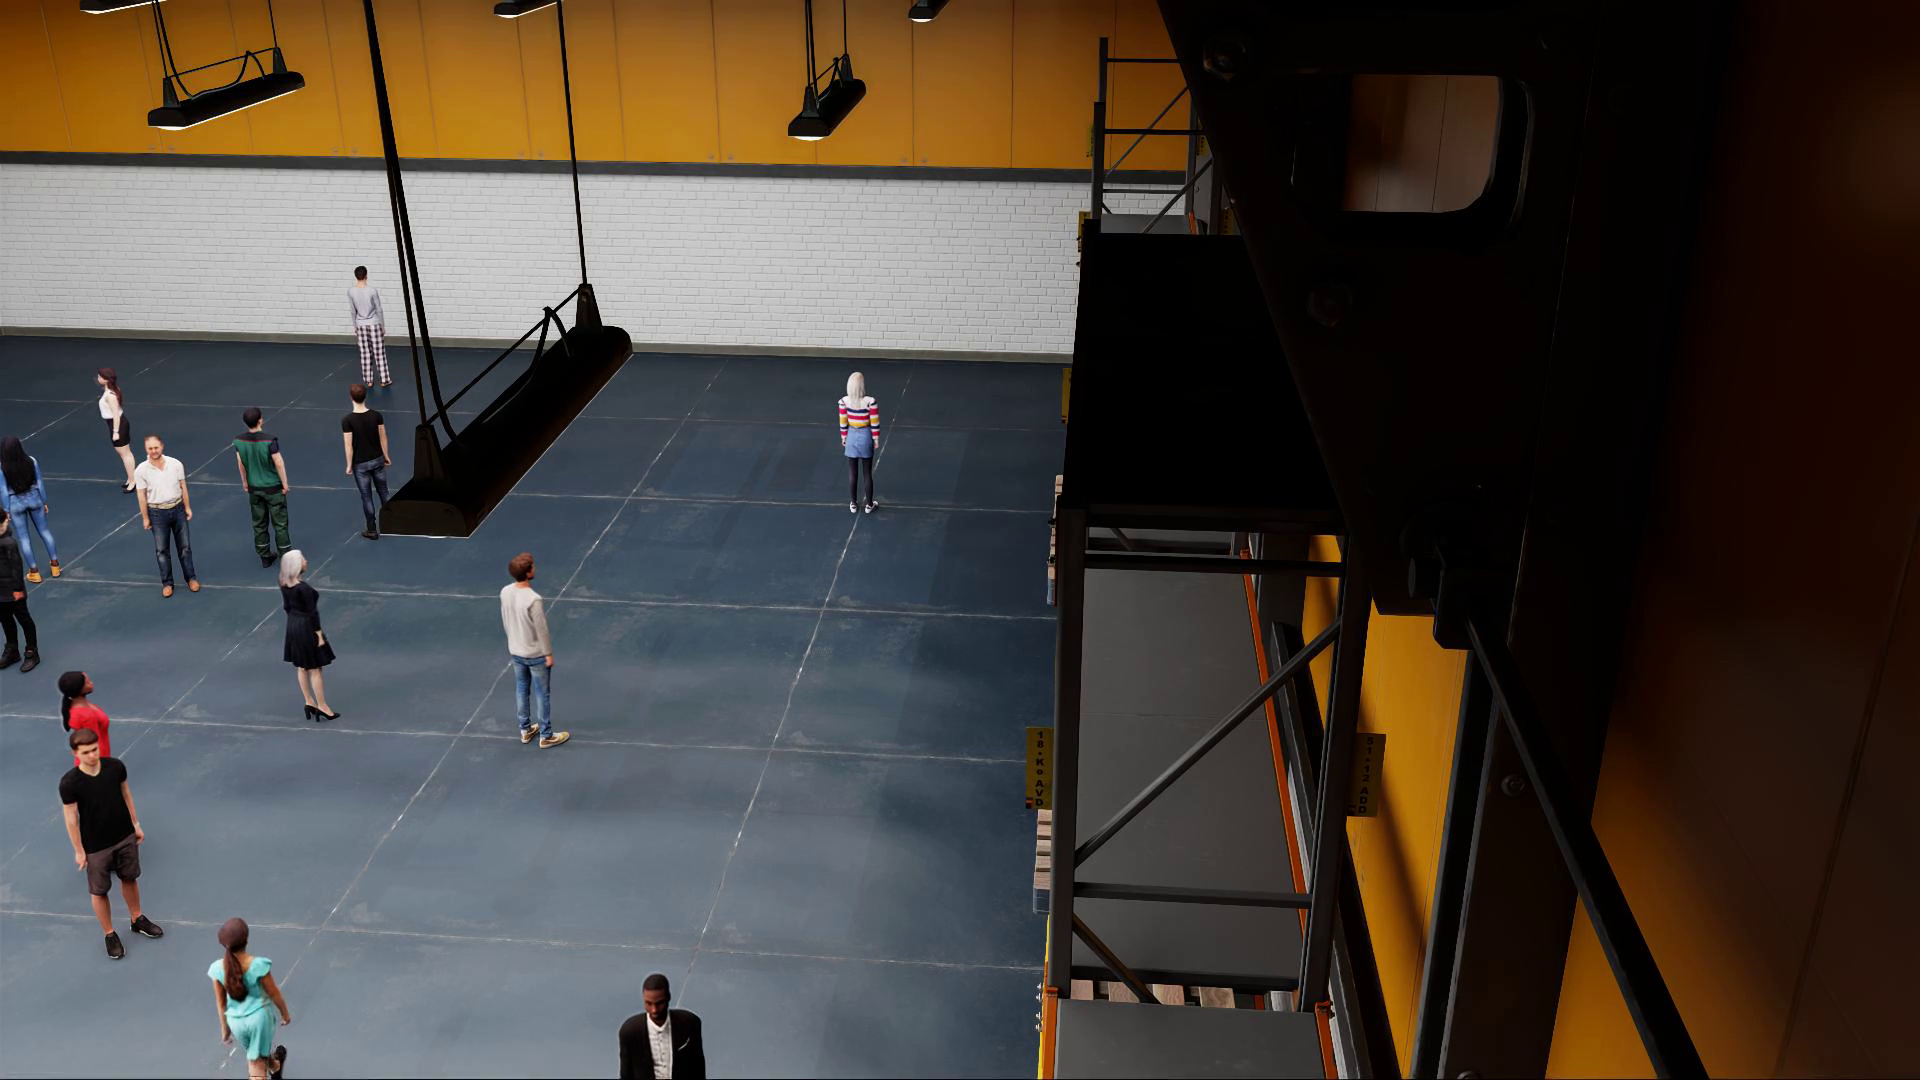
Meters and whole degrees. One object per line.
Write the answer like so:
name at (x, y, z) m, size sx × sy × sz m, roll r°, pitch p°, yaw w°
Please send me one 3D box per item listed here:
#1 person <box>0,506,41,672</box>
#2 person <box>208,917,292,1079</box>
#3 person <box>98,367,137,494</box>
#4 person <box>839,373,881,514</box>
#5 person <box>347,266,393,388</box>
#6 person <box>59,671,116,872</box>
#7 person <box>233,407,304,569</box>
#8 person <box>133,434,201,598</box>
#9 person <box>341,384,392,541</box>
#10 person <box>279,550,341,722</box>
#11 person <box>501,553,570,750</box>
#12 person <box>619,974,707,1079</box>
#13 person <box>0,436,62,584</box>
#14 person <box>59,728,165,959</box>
person at (-9.620, 0.448, 16.755) m, size 0.663 × 1.782 × 0.652 m, roll 6°, pitch 24°, yaw 14°
person at (-4.626, 3.191, 10.816) m, size 0.683 × 1.513 × 1.087 m, roll -2°, pitch 24°, yaw -5°
person at (-10.712, -1.410, 21.173) m, size 0.691 × 1.649 × 0.593 m, roll -11°, pitch 26°, yaw -23°
person at (-1.240, -1.211, 20.517) m, size 0.665 × 1.809 × 0.535 m, roll 4°, pitch 24°, yaw 8°
person at (-8.909, -3.221, 25.066) m, size 0.648 × 1.847 × 0.566 m, roll -1°, pitch 24°, yaw -2°
person at (-7.042, 1.862, 13.519) m, size 0.793 × 1.784 × 0.741 m, roll -21°, pitch 31°, yaw -39°
person at (-7.953, -0.610, 19.030) m, size 0.677 × 1.899 × 0.547 m, roll 2°, pitch 24°, yaw 6°
person at (-8.773, -0.311, 18.399) m, size 0.752 × 1.855 × 0.772 m, roll -13°, pitch 27°, yaw -28°
person at (-7.039, -0.937, 19.782) m, size 0.752 × 1.895 × 0.805 m, roll -18°, pitch 29°, yaw -35°
person at (-6.193, 0.896, 15.775) m, size 0.697 × 1.746 × 0.720 m, roll 16°, pitch 28°, yaw 31°
person at (-3.965, 1.013, 15.312) m, size 0.748 × 1.902 × 0.725 m, roll 13°, pitch 27°, yaw 28°
person at (-1.779, 3.376, 10.036) m, size 0.716 × 1.800 × 0.660 m, roll -5°, pitch 24°, yaw -11°
person at (-10.493, -0.360, 18.693) m, size 0.666 × 1.712 × 0.739 m, roll -21°, pitch 31°, yaw -40°
person at (-6.452, 2.234, 12.571) m, size 0.836 × 1.861 × 0.733 m, roll 18°, pitch 29°, yaw 35°
